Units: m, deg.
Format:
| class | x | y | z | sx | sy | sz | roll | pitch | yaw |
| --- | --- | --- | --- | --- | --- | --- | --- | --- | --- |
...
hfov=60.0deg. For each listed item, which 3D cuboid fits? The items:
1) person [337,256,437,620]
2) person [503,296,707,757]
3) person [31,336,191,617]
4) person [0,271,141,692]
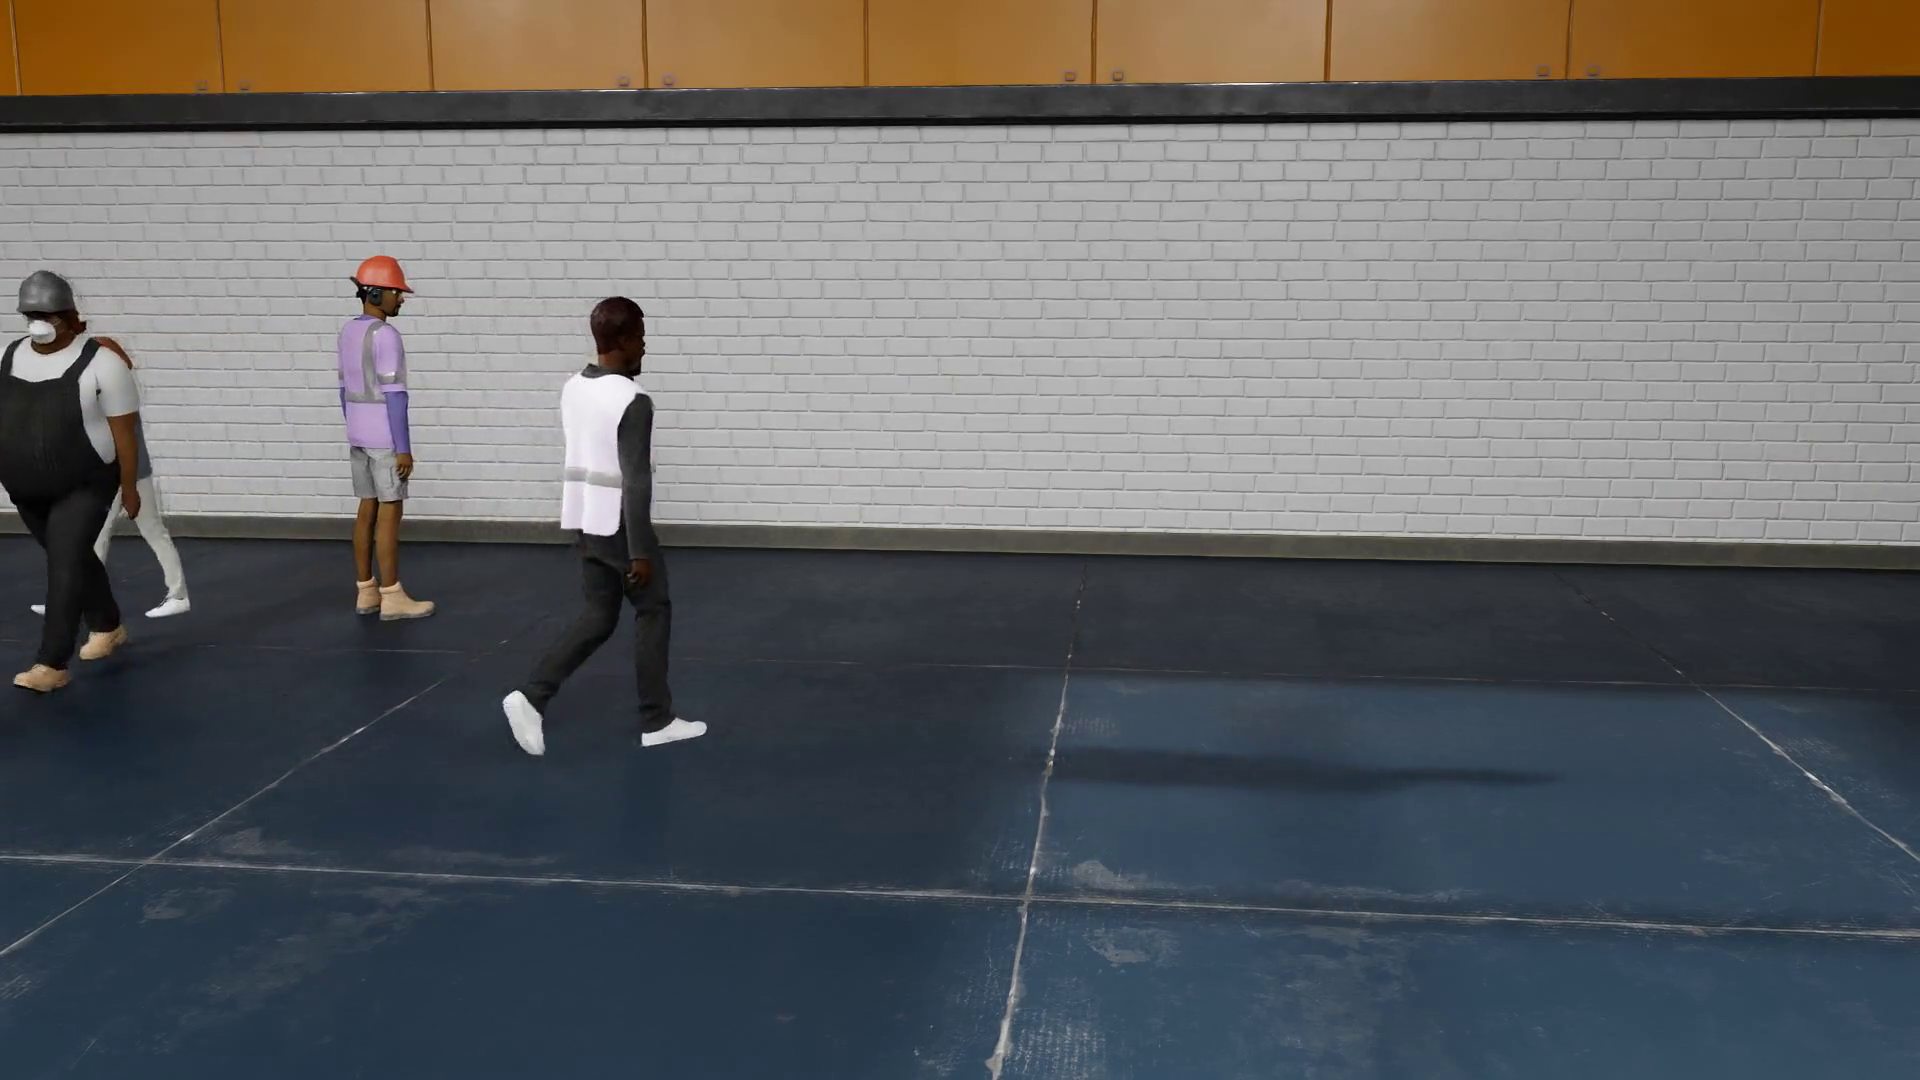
| class | x | y | z | sx | sy | sz | roll | pitch | yaw |
| --- | --- | --- | --- | --- | --- | --- | --- | --- | --- |
| person | -3.251 | -0.572 | 9.395 | 0.398 | 2.037 | 0.610 | -10 | 14 | -44 |
| person | -1.456 | -0.040 | 6.772 | 0.815 | 1.891 | 0.601 | -9 | 13 | -42 |
| person | -4.725 | -0.321 | 9.213 | 0.832 | 1.588 | 0.507 | -10 | 14 | -44 |
| person | -4.376 | -0.346 | 8.093 | 0.691 | 2.000 | 1.063 | 1 | 10 | 6 |
